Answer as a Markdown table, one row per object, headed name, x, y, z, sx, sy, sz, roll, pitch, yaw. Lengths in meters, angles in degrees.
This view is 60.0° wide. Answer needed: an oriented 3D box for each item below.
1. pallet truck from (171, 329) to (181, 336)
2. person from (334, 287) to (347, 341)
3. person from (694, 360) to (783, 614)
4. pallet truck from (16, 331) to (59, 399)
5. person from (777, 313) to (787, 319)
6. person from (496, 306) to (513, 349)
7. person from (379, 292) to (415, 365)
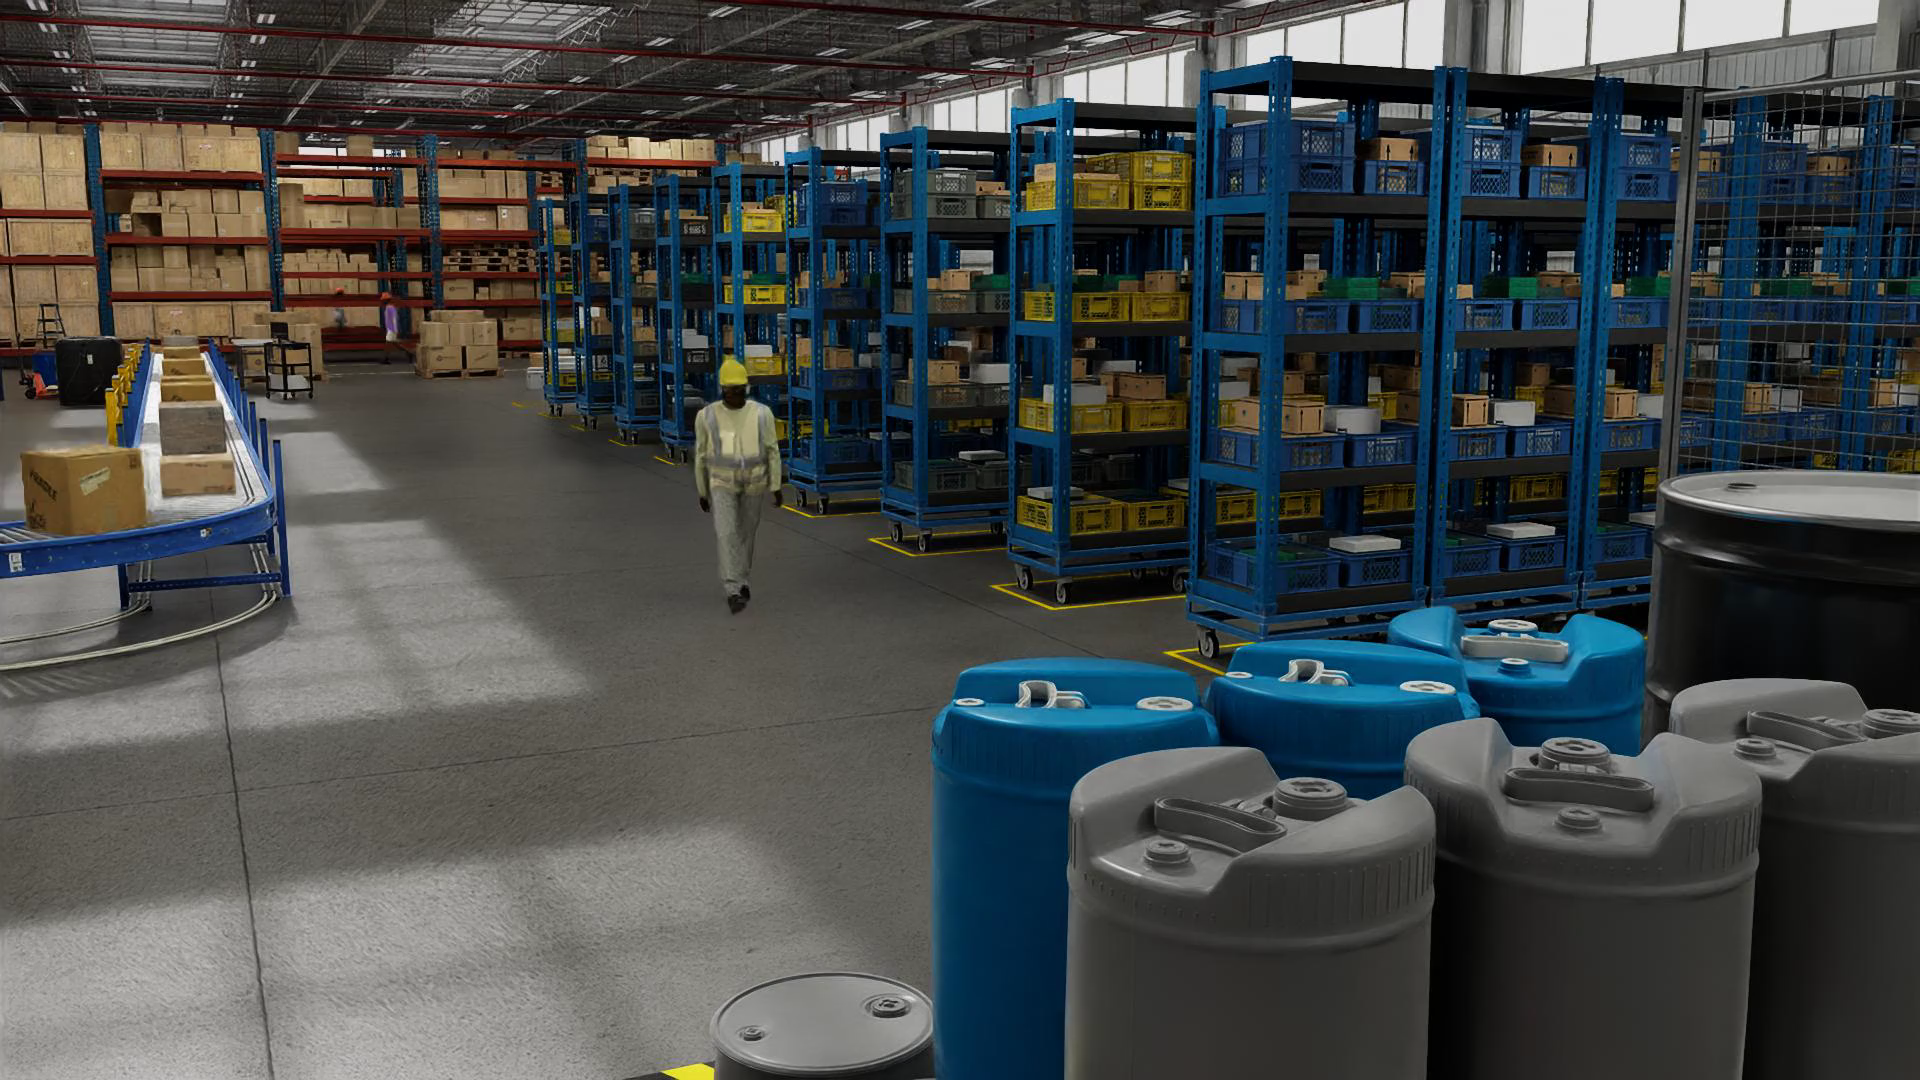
| name | x | y | z | sx | sy | sz | roll | pitch | yaw |
| --- | --- | --- | --- | --- | --- | --- | --- | --- | --- |
| pallet truck | -17.275 | -3.851 | 35.096 | 1.601 | 1.201 | 0.680 | 0 | 9 | 1 |
| person | -19.966 | -7.199 | 53.724 | 0.582 | 1.912 | 0.558 | -7 | 11 | -36 |
| person | -1.571 | -0.387 | 11.879 | 0.590 | 1.781 | 0.930 | -3 | 10 | -19 |
| pallet truck | -17.082 | -3.353 | 31.781 | 1.630 | 1.274 | 0.653 | -4 | 10 | -25 |
| person | -4.984 | -6.006 | 46.230 | 0.614 | 1.946 | 0.389 | 4 | 10 | 25 |
| person | -13.930 | -6.561 | 50.130 | 0.932 | 1.795 | 0.658 | -3 | 10 | -16 |
| person | -14.730 | -5.522 | 43.417 | 0.874 | 1.906 | 0.561 | -5 | 10 | -28 |
